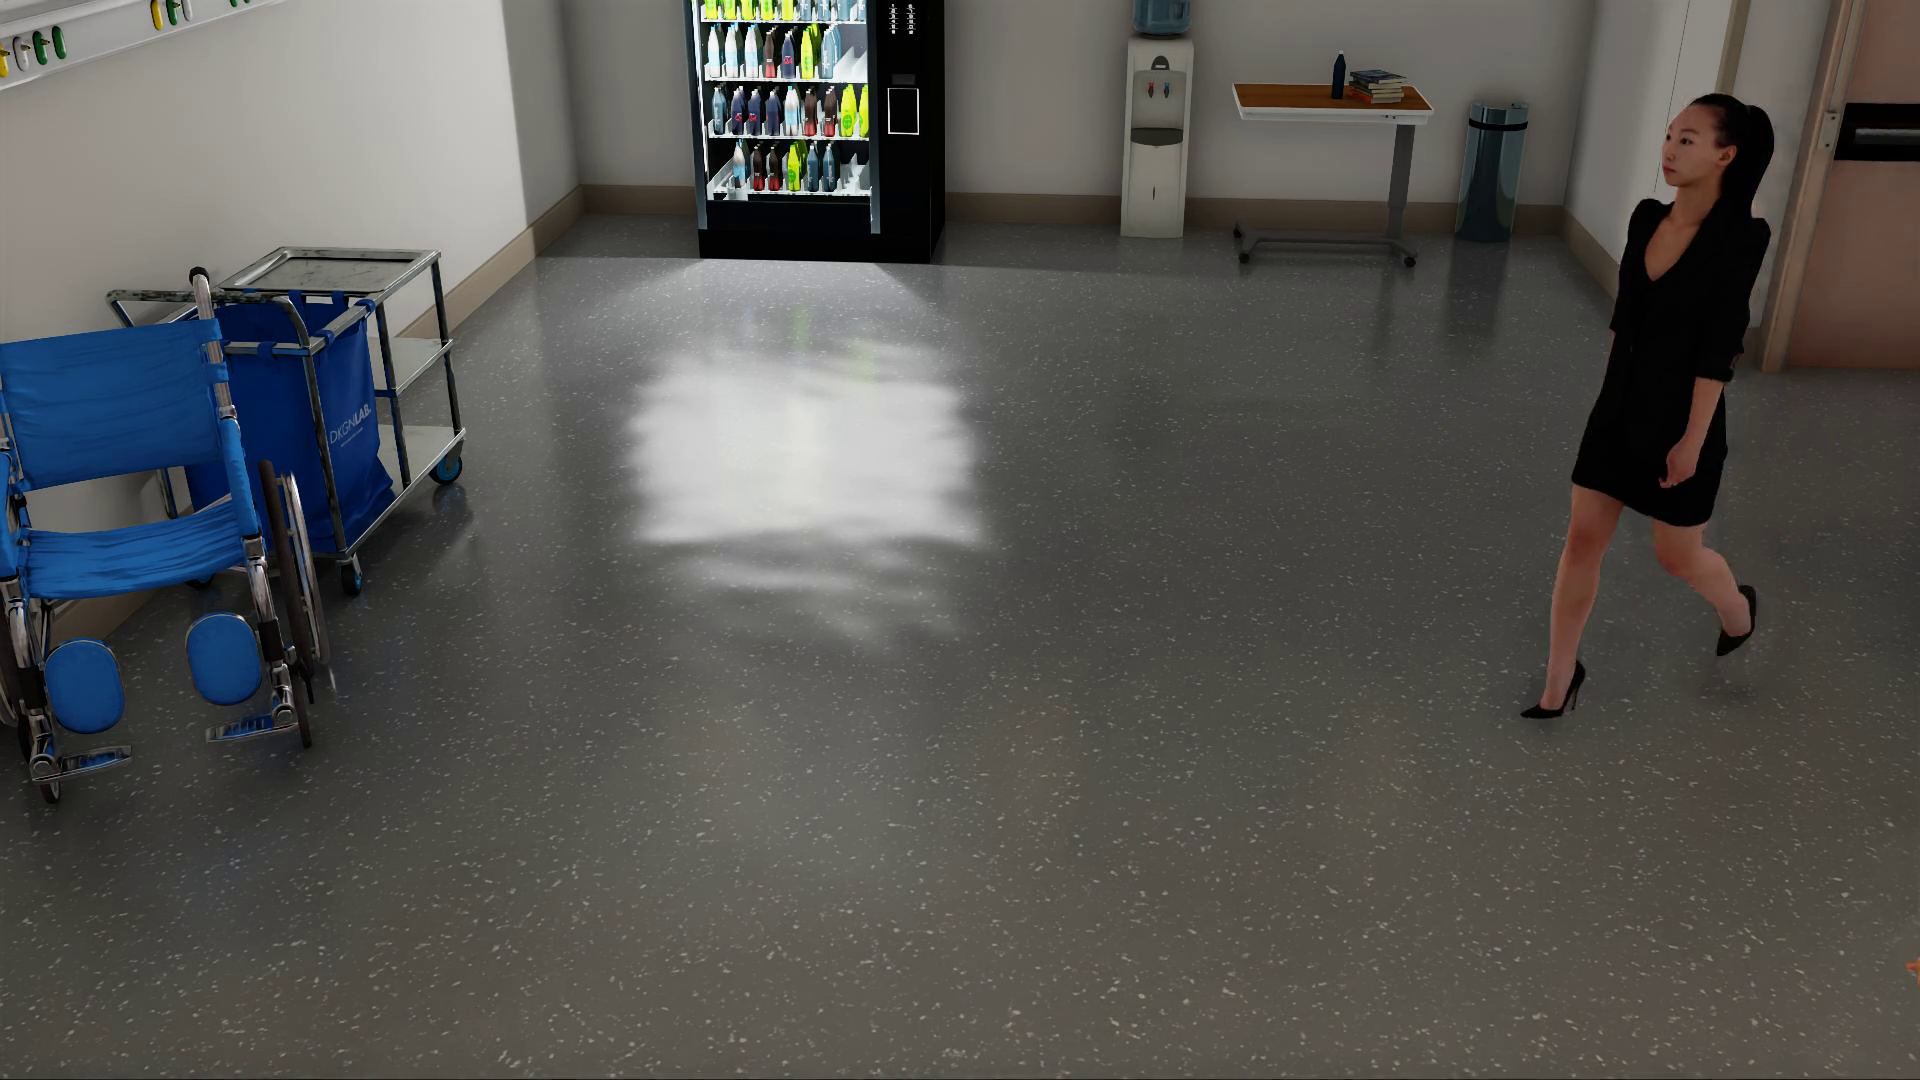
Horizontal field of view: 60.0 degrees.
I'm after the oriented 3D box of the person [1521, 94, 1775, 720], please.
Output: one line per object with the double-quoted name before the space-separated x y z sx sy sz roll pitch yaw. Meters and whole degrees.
"person" 1.876 -0.282 4.318 1.071 1.673 0.906 -12 28 -23
